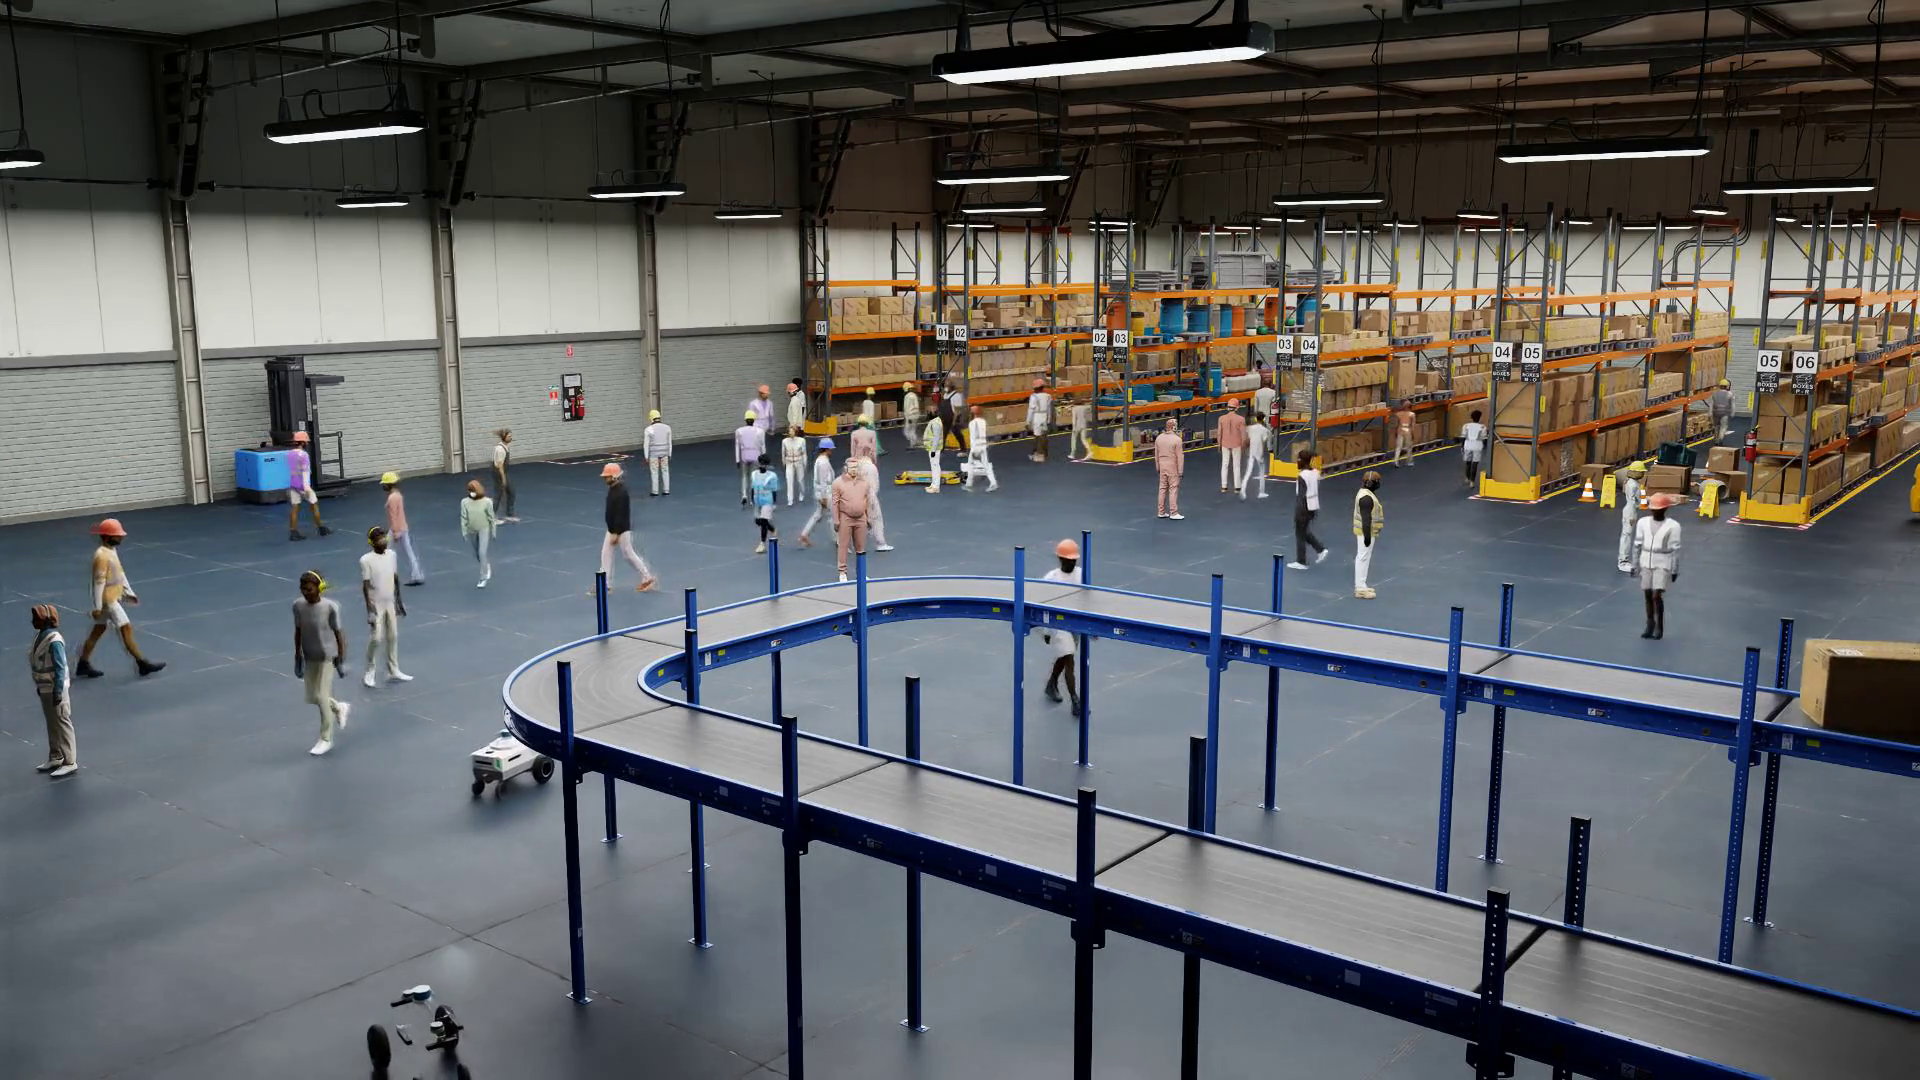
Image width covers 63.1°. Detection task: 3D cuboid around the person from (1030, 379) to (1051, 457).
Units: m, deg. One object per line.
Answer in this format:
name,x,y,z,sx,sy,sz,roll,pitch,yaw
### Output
person,2.014,-3.064,39.254,0.545,1.938,0.357,-1,10,-8

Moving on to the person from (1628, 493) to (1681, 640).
person,8.953,0.337,20.193,0.513,1.916,0.551,-9,13,-40

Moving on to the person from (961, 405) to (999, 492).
person,0.457,-1.939,33.237,0.916,1.843,0.589,9,13,40

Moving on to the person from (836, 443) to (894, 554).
person,-1.620,-0.704,26.203,0.982,1.861,0.645,-7,12,-34

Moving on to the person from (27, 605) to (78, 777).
person,-8.636,1.415,14.876,0.514,1.645,0.308,8,13,40

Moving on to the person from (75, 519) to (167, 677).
person,-9.967,0.683,18.348,0.989,1.888,0.553,-4,11,-23

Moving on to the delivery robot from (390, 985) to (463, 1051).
delivery robot,-3.213,2.786,9.348,0.335,0.223,0.698,-7,12,-36

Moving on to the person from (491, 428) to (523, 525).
person,-8.436,-1.176,28.984,0.728,1.807,0.531,-1,10,-6

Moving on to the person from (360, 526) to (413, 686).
person,-6.673,0.752,18.073,0.403,1.854,0.580,5,11,28

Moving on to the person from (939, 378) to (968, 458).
person,-0.218,-3.043,38.970,1.008,2.000,0.692,-8,13,-38

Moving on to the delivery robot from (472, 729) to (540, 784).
delivery robot,-4.194,1.996,14.522,0.477,0.478,0.707,4,11,22

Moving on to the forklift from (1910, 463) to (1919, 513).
forklift,19.034,-1.348,28.998,2.313,2.155,1.214,8,13,37

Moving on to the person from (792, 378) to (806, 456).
person,-4.060,-3.113,39.453,0.362,1.963,0.613,-2,10,-12

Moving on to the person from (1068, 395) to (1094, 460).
person,3.000,-2.774,38.605,0.538,1.591,0.770,-7,12,-35

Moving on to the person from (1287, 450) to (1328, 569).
person,5.535,-0.485,24.857,0.505,1.905,0.598,6,12,30

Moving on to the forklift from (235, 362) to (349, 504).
forklift,-13.803,-2.244,32.110,1.129,2.768,1.873,8,13,37

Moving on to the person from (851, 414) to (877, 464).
person,-1.974,-1.712,32.134,0.543,1.754,0.381,1,10,4

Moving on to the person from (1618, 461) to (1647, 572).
person,10.641,-0.388,24.743,0.317,1.743,0.488,4,11,23

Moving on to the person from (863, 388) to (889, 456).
person,-2.240,-2.953,39.241,0.835,1.722,0.542,-6,12,-32

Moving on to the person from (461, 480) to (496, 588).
person,-7.269,-0.131,23.700,0.508,1.600,0.739,1,10,5

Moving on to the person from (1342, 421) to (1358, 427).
person,11.675,-4.358,46.503,0.384,1.951,0.605,-4,11,-23

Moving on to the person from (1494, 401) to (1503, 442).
person,12.582,-2.531,36.257,0.631,1.940,0.372,6,12,32

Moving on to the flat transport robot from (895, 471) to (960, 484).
flat transport robot,-0.710,-1.391,34.651,1.431,0.197,0.652,0,10,0

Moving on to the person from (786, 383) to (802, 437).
person,-3.948,-2.741,37.300,0.391,1.987,0.608,0,10,2

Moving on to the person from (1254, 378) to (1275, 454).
person,7.786,-3.160,39.803,0.629,1.937,0.379,7,12,33

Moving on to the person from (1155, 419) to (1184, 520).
person,4.005,-1.346,29.675,0.406,1.906,0.654,-9,13,-40

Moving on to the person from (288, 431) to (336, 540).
person,-11.480,-0.973,27.575,0.575,1.900,0.902,7,12,35

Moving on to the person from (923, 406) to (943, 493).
person,-0.567,-1.929,33.152,0.429,1.840,0.624,-1,10,-3

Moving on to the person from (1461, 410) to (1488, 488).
person,11.162,-1.977,33.890,0.551,1.663,0.739,6,12,32

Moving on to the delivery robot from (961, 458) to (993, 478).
delivery robot,0.372,-1.586,34.683,0.707,0.478,0.477,0,10,0

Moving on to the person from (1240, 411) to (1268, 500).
person,6.048,-1.740,32.145,0.528,1.827,0.934,9,13,41

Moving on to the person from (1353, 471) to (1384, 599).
person,5.949,-0.093,22.806,0.429,1.842,0.630,2,10,14

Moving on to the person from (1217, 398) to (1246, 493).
person,5.754,-2.001,33.109,0.610,1.996,0.384,5,11,26

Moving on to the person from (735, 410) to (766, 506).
person,-4.186,-1.651,31.367,0.593,1.911,0.444,1,10,4

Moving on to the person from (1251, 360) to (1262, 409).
person,9.748,-5.057,51.239,0.545,1.666,0.734,5,11,25

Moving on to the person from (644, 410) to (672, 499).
person,-6.254,-1.782,32.388,0.595,1.822,0.403,-6,12,-31

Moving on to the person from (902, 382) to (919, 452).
person,-1.275,-3.152,40.116,0.465,1.807,0.629,4,11,20

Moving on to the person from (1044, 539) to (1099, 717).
person,1.162,0.910,17.037,0.563,1.896,0.983,-6,12,-31

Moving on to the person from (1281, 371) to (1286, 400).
person,10.553,-5.066,50.836,0.445,1.820,0.599,-9,14,-43

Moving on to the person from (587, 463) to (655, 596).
person,-4.965,-0.168,22.934,0.994,1.959,0.613,-7,12,-34

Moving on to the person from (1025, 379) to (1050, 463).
person,1.814,-2.900,38.080,0.641,2.021,0.777,-10,14,-43

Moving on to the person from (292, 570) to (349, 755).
person,-6.377,1.175,15.674,0.511,1.842,0.645,2,10,13

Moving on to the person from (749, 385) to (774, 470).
person,-4.708,-2.677,36.961,0.618,1.990,1.062,-9,13,-41

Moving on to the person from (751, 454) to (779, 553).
person,-3.248,-0.645,26.393,0.531,1.672,0.634,6,12,31

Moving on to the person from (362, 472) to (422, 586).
person,-8.546,-0.148,23.441,0.893,1.724,0.551,-1,10,-4

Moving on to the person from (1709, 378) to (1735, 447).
person,20.002,-3.329,41.102,0.601,1.817,0.680,7,12,34

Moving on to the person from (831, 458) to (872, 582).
person,-1.635,-0.307,23.826,0.646,1.908,0.408,-5,11,-27

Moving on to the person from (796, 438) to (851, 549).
person,-2.353,-0.786,26.555,0.917,1.923,0.621,-2,10,-11

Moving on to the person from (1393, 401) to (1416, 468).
person,10.524,-2.506,37.066,0.530,1.597,0.851,8,13,38

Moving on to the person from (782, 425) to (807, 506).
person,-3.324,-1.531,31.524,0.513,1.617,0.725,0,10,2
